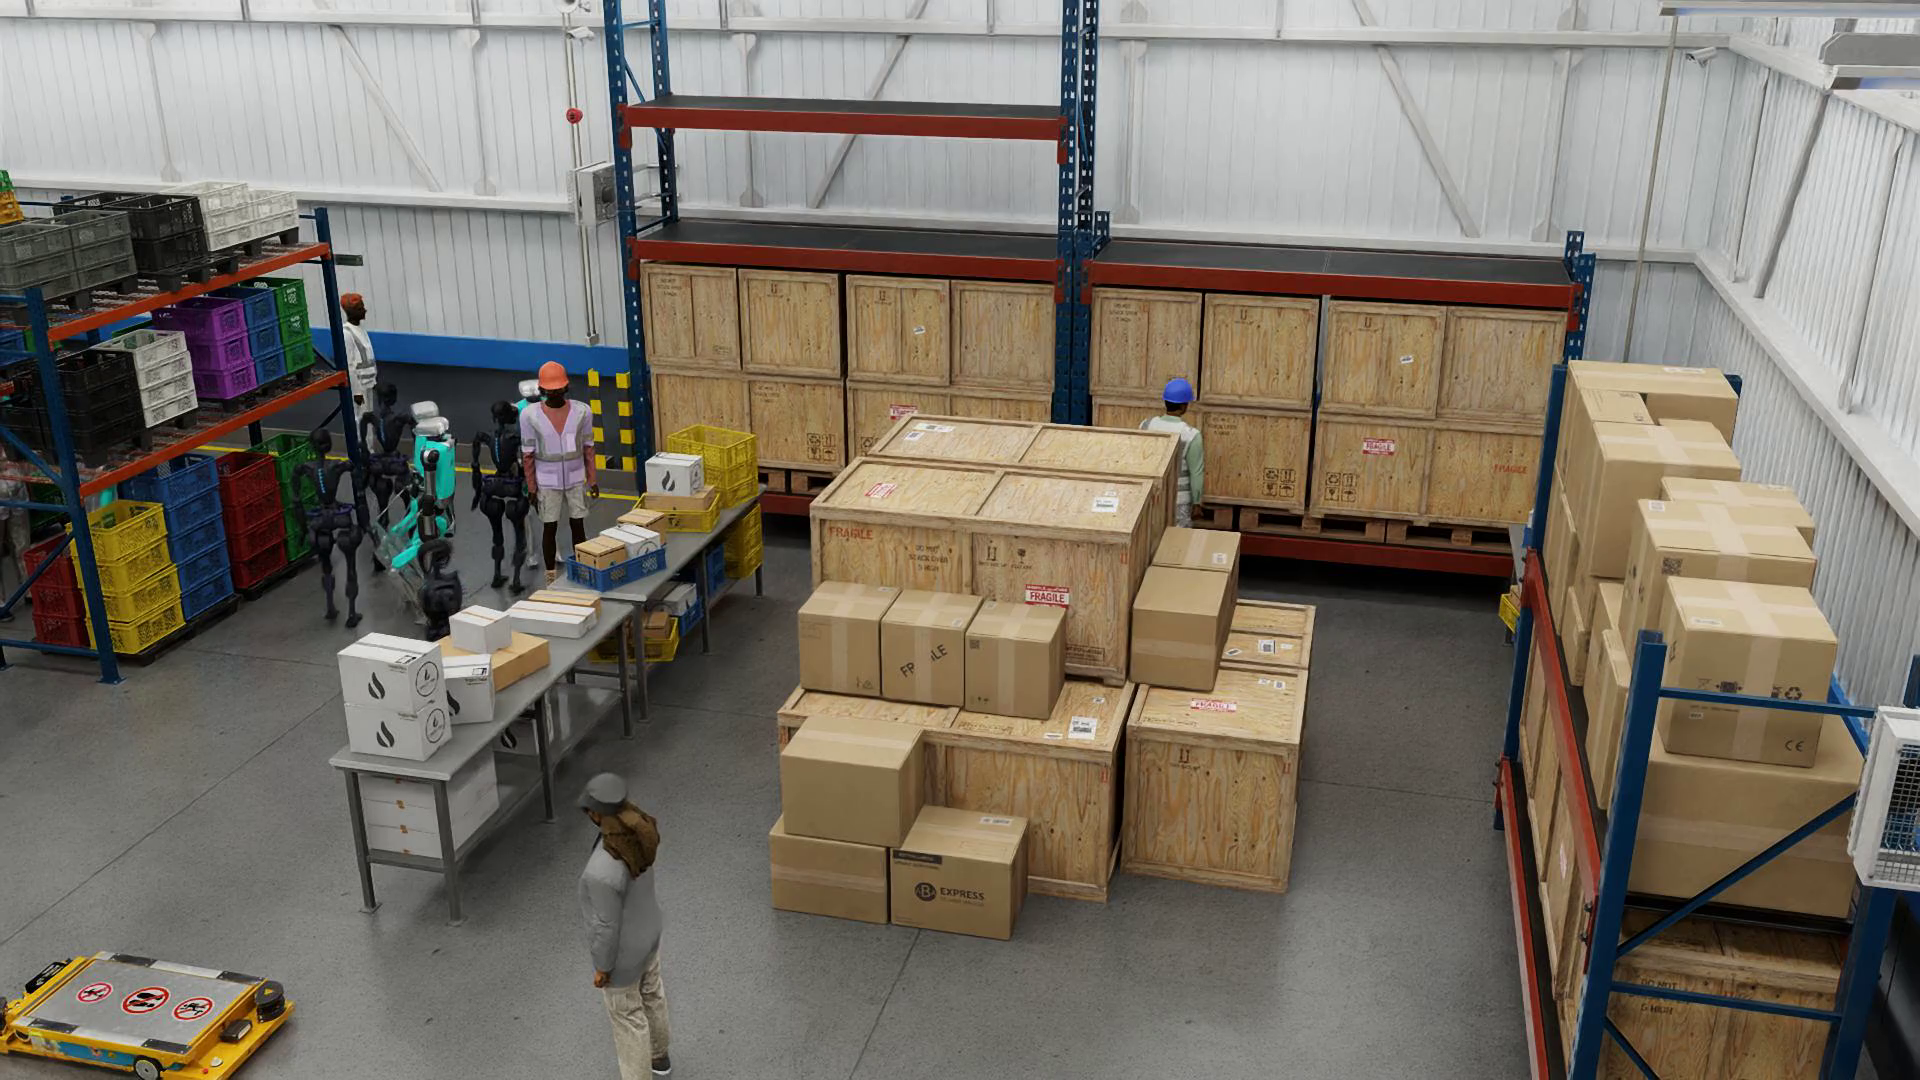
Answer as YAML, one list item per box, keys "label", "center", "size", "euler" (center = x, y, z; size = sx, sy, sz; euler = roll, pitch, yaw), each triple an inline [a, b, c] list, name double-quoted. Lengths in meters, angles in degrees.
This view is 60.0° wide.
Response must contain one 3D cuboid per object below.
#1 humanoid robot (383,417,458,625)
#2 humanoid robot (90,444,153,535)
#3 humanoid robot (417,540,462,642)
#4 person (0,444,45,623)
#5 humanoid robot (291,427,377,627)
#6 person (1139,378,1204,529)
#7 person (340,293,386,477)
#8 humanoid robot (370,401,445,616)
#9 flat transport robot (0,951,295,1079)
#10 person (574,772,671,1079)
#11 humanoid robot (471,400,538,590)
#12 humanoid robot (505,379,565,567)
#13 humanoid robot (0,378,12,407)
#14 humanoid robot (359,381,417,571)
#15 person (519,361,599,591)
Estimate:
- label: "humanoid robot"
  center: [-4.331, -0.154, 13.260]
  size: [0.742, 1.696, 0.530]
  euler: [1, 21, 3]
- label: "humanoid robot"
  center: [-7.212, -0.449, 14.179]
  size: [0.541, 1.777, 0.772]
  euler: [-1, 21, -4]
- label: "humanoid robot"
  center: [-3.414, 0.788, 11.010]
  size: [0.363, 1.654, 0.600]
  euler: [-13, 25, -31]
- label: "person"
  center: [-7.787, -0.247, 13.502]
  size: [0.404, 1.829, 0.599]
  euler: [13, 25, 31]
- label: "humanoid robot"
  center: [-5.022, -0.120, 13.377]
  size: [0.609, 1.648, 0.394]
  euler: [-3, 21, -8]
- label: "person"
  center: [1.738, -0.380, 13.690]
  size: [0.613, 1.945, 0.401]
  euler: [17, 27, 37]
- label: "person"
  center: [-6.080, -1.576, 16.909]
  size: [0.355, 1.882, 0.573]
  euler: [-2, 21, -5]
- label: "humanoid robot"
  center: [-4.545, -0.180, 13.611]
  size: [0.810, 1.876, 0.557]
  euler: [-13, 24, -30]
- label: "flat transport robot"
  center: [-4.270, 2.464, 8.601]
  size: [1.431, 0.231, 0.659]
  euler: [5, 22, 13]
- label: "person"
  center: [-1.600, 1.912, 7.946]
  size: [0.404, 1.762, 0.572]
  euler: [4, 21, 10]
- label: "humanoid robot"
  center: [-3.881, -0.358, 14.046]
  size: [0.604, 1.659, 0.445]
  euler: [2, 21, 5]
- label: "humanoid robot"
  center: [-3.702, -0.619, 14.534]
  size: [0.531, 1.732, 0.739]
  euler: [-9, 23, -22]
- label: "humanoid robot"
  center: [-10.071, -1.606, 17.325]
  size: [0.546, 1.886, 0.801]
  euler: [2, 21, 6]
- label: "humanoid robot"
  center: [-5.017, -0.569, 14.621]
  size: [0.604, 1.641, 0.721]
  euler: [2, 21, 4]
- label: "person"
  center: [-3.316, -0.495, 13.860]
  size: [0.603, 2.044, 0.372]
  euler: [-9, 23, -22]
